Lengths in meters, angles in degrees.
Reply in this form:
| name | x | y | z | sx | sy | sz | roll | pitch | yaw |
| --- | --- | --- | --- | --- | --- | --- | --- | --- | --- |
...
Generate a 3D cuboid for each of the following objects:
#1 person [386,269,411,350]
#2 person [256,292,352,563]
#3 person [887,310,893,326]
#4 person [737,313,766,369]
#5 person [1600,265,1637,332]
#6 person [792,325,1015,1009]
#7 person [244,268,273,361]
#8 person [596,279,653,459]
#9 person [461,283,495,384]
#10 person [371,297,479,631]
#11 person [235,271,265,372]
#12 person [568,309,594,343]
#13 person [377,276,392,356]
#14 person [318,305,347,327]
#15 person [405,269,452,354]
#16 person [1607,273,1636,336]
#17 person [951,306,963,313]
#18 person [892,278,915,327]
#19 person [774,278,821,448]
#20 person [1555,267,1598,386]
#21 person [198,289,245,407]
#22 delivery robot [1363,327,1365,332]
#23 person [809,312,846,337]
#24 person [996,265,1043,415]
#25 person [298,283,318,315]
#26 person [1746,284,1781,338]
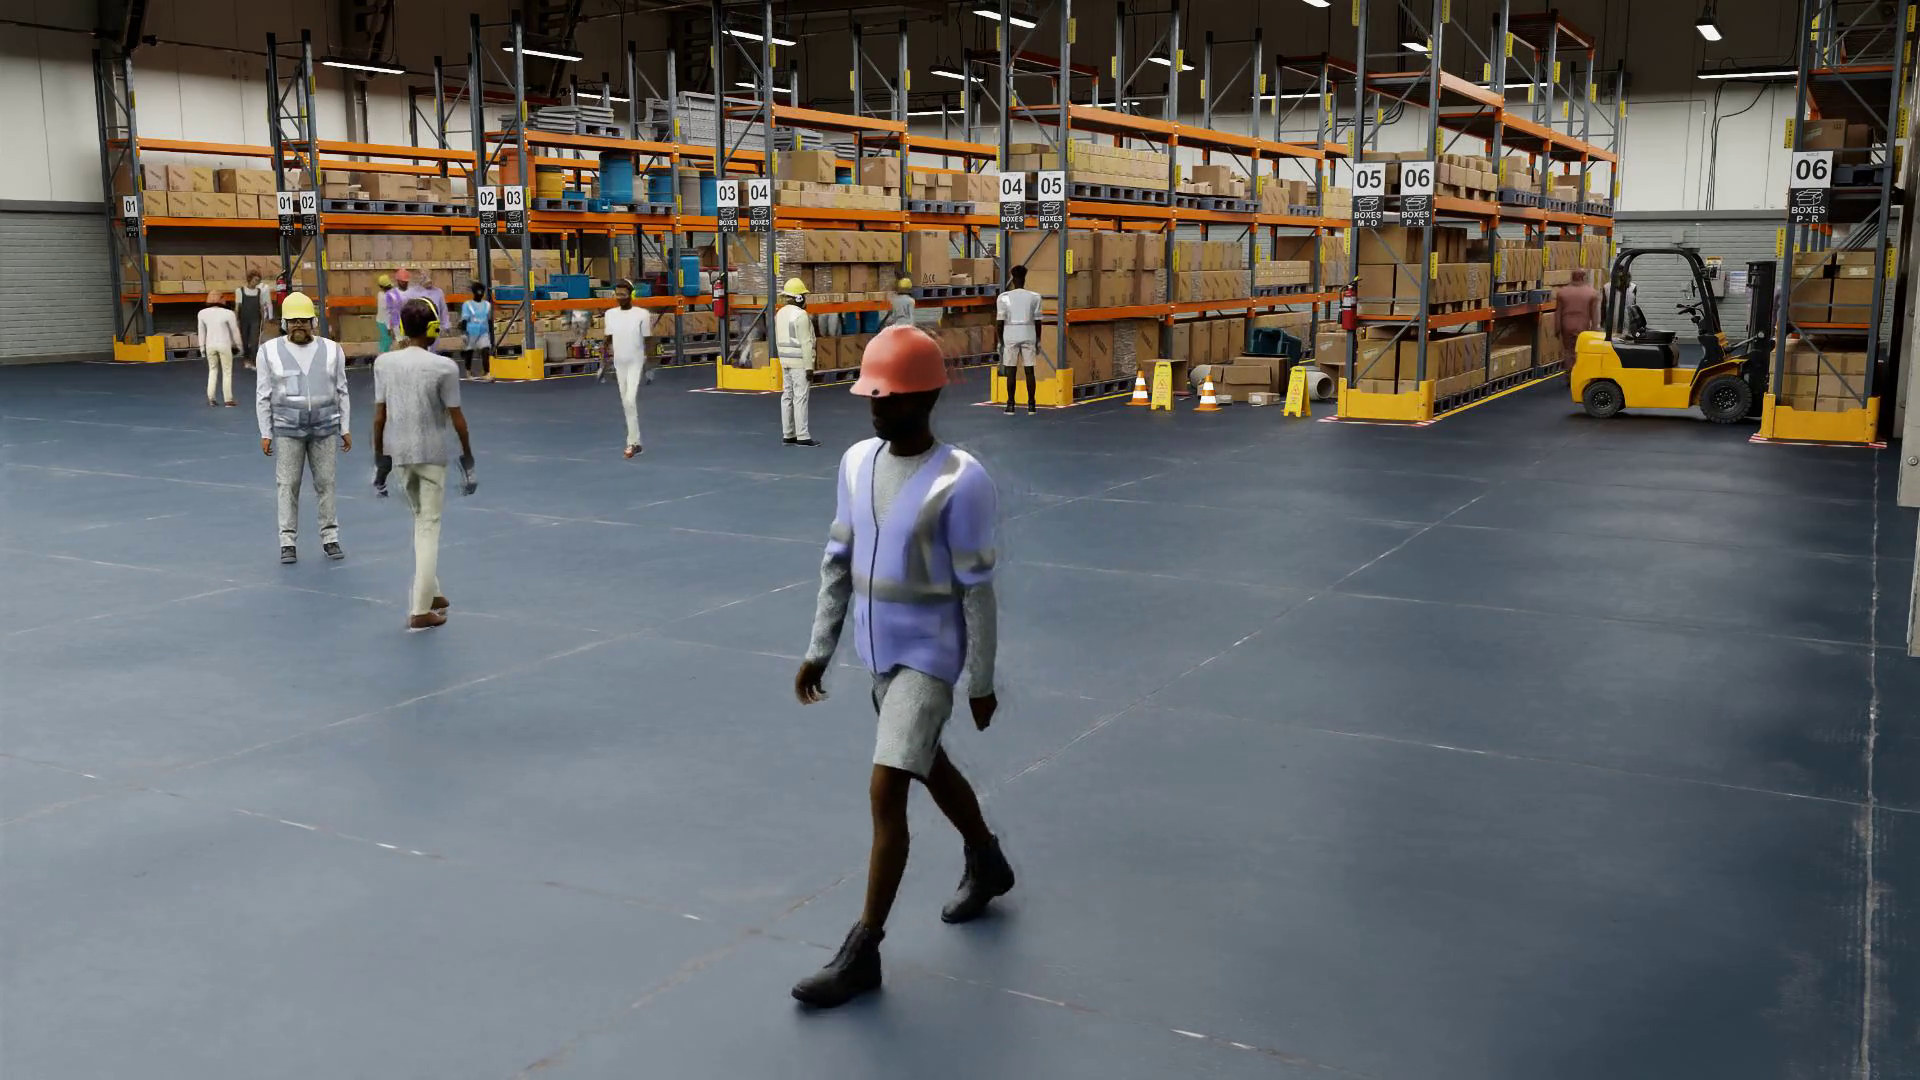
| name | x | y | z | sx | sy | sz | roll | pitch | yaw |
| --- | --- | --- | --- | --- | --- | --- | --- | --- | --- |
| person | -9.526 | -3.693 | 28.393 | 0.541 | 1.880 | 0.976 | -6 | 11 | -30 |
| person | -4.445 | -0.761 | 11.301 | 0.599 | 1.830 | 0.403 | -6 | 11 | -29 |
| person | -1.191 | -4.449 | 32.283 | 0.607 | 2.044 | 0.374 | 9 | 13 | 43 |
| person | -3.824 | -3.853 | 30.088 | 0.499 | 1.601 | 0.792 | 6 | 11 | 32 |
| person | 11.896 | -4.013 | 30.088 | 0.587 | 1.920 | 0.395 | 7 | 12 | 34 |
| person | -0.122 | 0.315 | 4.865 | 1.002 | 1.894 | 0.559 | -9 | 13 | -43 |
| person | -13.966 | -4.494 | 33.149 | 0.590 | 1.851 | 0.954 | 3 | 10 | 17 |
| person | -3.470 | -1.757 | 17.125 | 0.500 | 1.834 | 0.751 | 3 | 10 | 18 |
| person | -7.932 | -3.394 | 27.272 | 0.543 | 1.646 | 0.924 | -8 | 12 | -38 |
| person | -2.983 | -0.439 | 9.385 | 0.553 | 1.842 | 0.742 | 2 | 10 | 12 |
| person | -12.867 | -3.962 | 30.139 | 0.548 | 1.803 | 0.777 | -5 | 11 | -27 |
| person | -7.308 | -4.242 | 32.271 | 0.549 | 1.619 | 0.537 | 6 | 11 | 30 |
| person | -10.587 | -3.994 | 30.589 | 0.335 | 1.723 | 0.636 | -4 | 10 | -20 |
| person | -12.339 | -4.351 | 32.601 | 0.521 | 1.736 | 0.760 | 3 | 10 | 17 |
| person | -8.455 | -3.377 | 26.578 | 0.969 | 1.853 | 0.633 | 9 | 14 | 44 |
| person | 10.678 | -3.422 | 26.944 | 0.528 | 1.823 | 0.946 | -1 | 10 | -4 |
| person | 0.048 | -5.535 | 38.927 | 0.623 | 1.951 | 1.029 | 4 | 11 | 23 |
| person | -0.857 | -3.416 | 27.196 | 0.512 | 1.697 | 0.865 | 7 | 12 | 35 |
| person | -1.763 | -1.919 | 18.073 | 0.404 | 1.837 | 0.590 | -7 | 12 | -37 |
| person | 9.800 | -3.384 | 26.468 | 0.670 | 1.892 | 0.453 | 5 | 11 | 28 |
| person | -10.181 | -2.635 | 22.902 | 0.527 | 1.629 | 0.343 | 0 | 10 | 0 |
| delivery robot | 9.139 | -4.650 | 37.536 | 0.707 | 0.478 | 0.477 | -2 | 10 | -9 |
| person | -2.509 | -4.197 | 31.285 | 0.665 | 1.877 | 1.020 | 1 | 10 | 3 |
| person | 0.774 | -2.609 | 21.755 | 0.607 | 1.958 | 0.397 | -1 | 10 | -3 |
| person | -12.970 | -4.559 | 33.514 | 0.633 | 1.841 | 0.429 | 1 | 10 | 5 |
| person | 13.942 | -3.792 | 28.802 | 0.585 | 1.921 | 0.392 | 5 | 11 | 27 |
